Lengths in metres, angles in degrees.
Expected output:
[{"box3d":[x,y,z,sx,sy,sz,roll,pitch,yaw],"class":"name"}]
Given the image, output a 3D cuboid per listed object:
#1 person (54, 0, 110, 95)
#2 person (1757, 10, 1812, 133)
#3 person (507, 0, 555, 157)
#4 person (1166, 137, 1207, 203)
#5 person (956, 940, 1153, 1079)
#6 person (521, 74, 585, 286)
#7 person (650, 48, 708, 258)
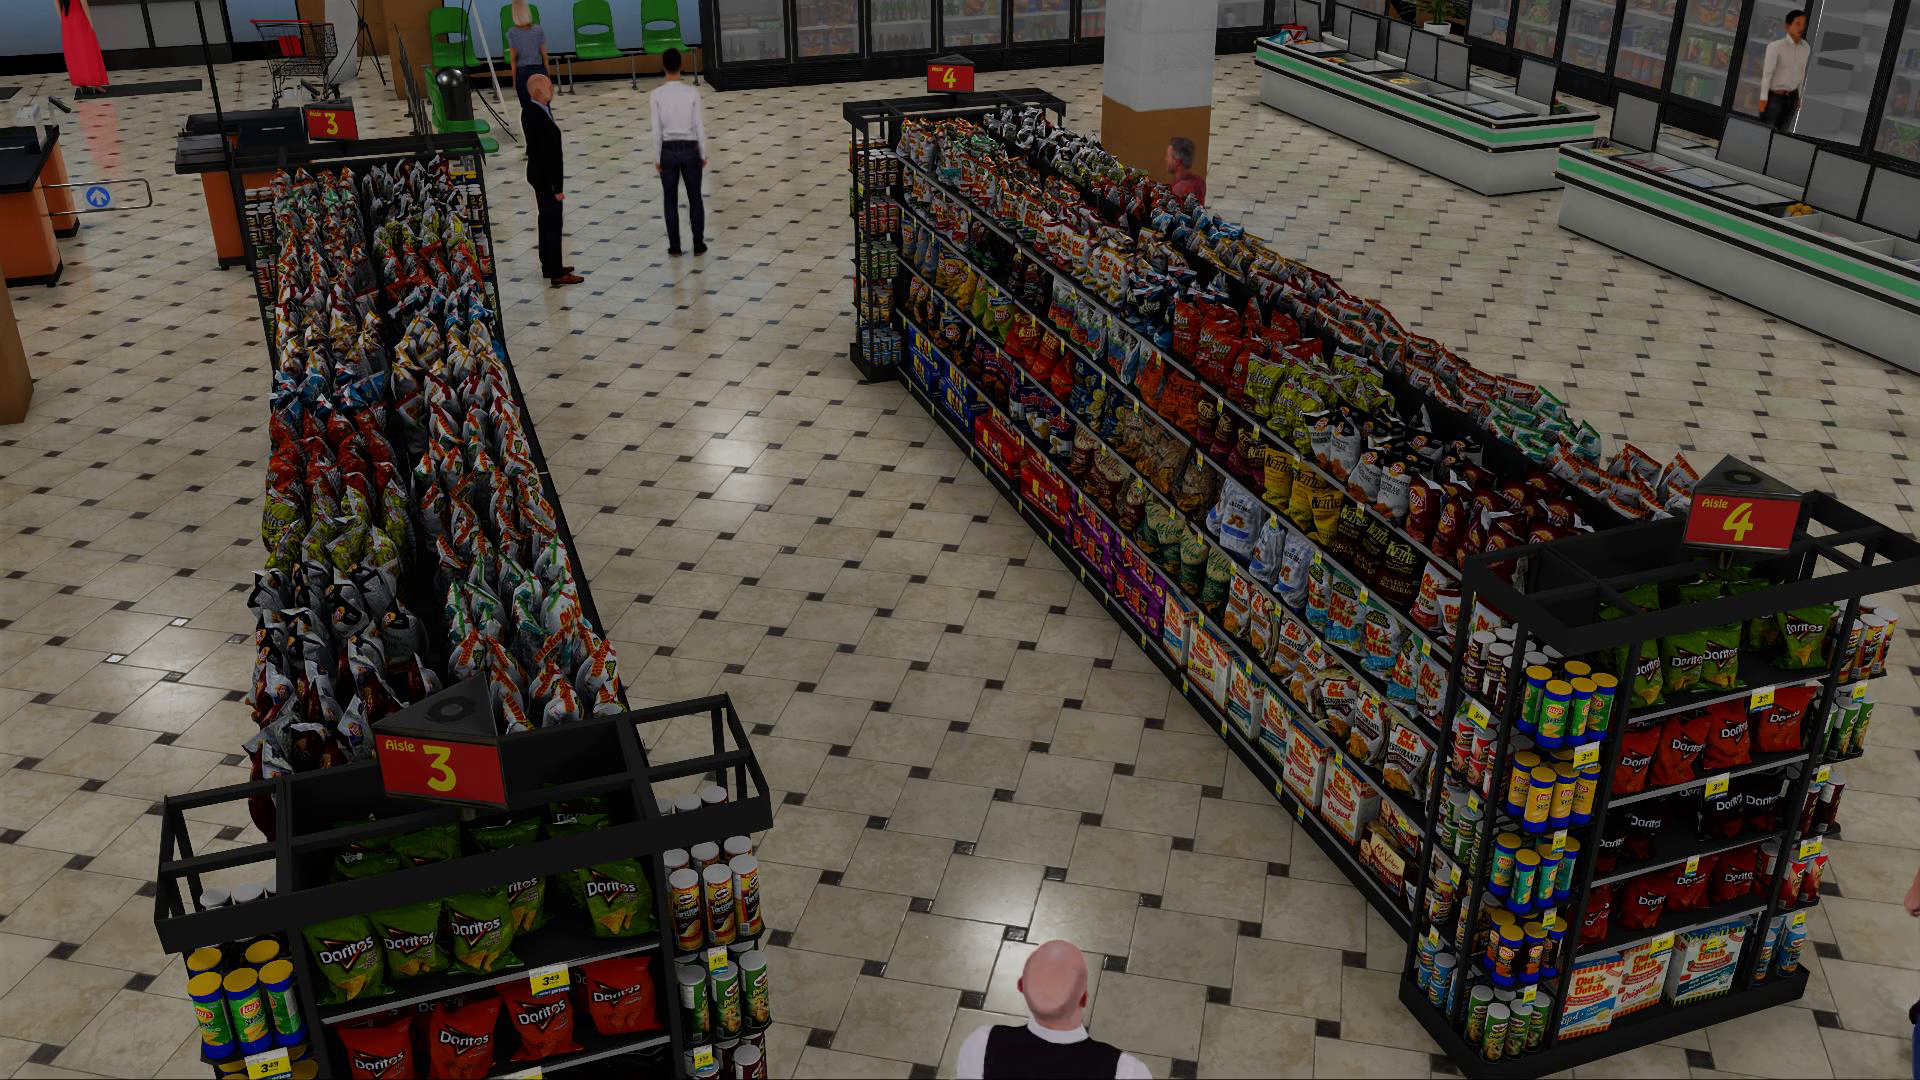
[{"box3d":[-11.385,-6.630,21.418,0.704,1.726,0.711,3,27,5],"class":"person"},{"box3d":[8.499,-4.571,17.266,0.665,1.810,0.548,-8,28,-15],"class":"person"},{"box3d":[-4.760,-5.130,18.468,0.577,1.720,0.507,-11,29,-20],"class":"person"},{"box3d":[1.610,-2.062,12.296,0.789,1.831,0.754,14,30,26],"class":"person"},{"box3d":[0.231,1.895,4.512,0.870,1.812,0.913,6,27,11],"class":"person"},{"box3d":[-3.589,-3.137,14.450,0.785,1.799,0.553,-14,30,-25],"class":"person"},{"box3d":[-2.541,-3.498,15.081,0.661,1.872,0.636,-5,27,-10],"class":"person"}]
